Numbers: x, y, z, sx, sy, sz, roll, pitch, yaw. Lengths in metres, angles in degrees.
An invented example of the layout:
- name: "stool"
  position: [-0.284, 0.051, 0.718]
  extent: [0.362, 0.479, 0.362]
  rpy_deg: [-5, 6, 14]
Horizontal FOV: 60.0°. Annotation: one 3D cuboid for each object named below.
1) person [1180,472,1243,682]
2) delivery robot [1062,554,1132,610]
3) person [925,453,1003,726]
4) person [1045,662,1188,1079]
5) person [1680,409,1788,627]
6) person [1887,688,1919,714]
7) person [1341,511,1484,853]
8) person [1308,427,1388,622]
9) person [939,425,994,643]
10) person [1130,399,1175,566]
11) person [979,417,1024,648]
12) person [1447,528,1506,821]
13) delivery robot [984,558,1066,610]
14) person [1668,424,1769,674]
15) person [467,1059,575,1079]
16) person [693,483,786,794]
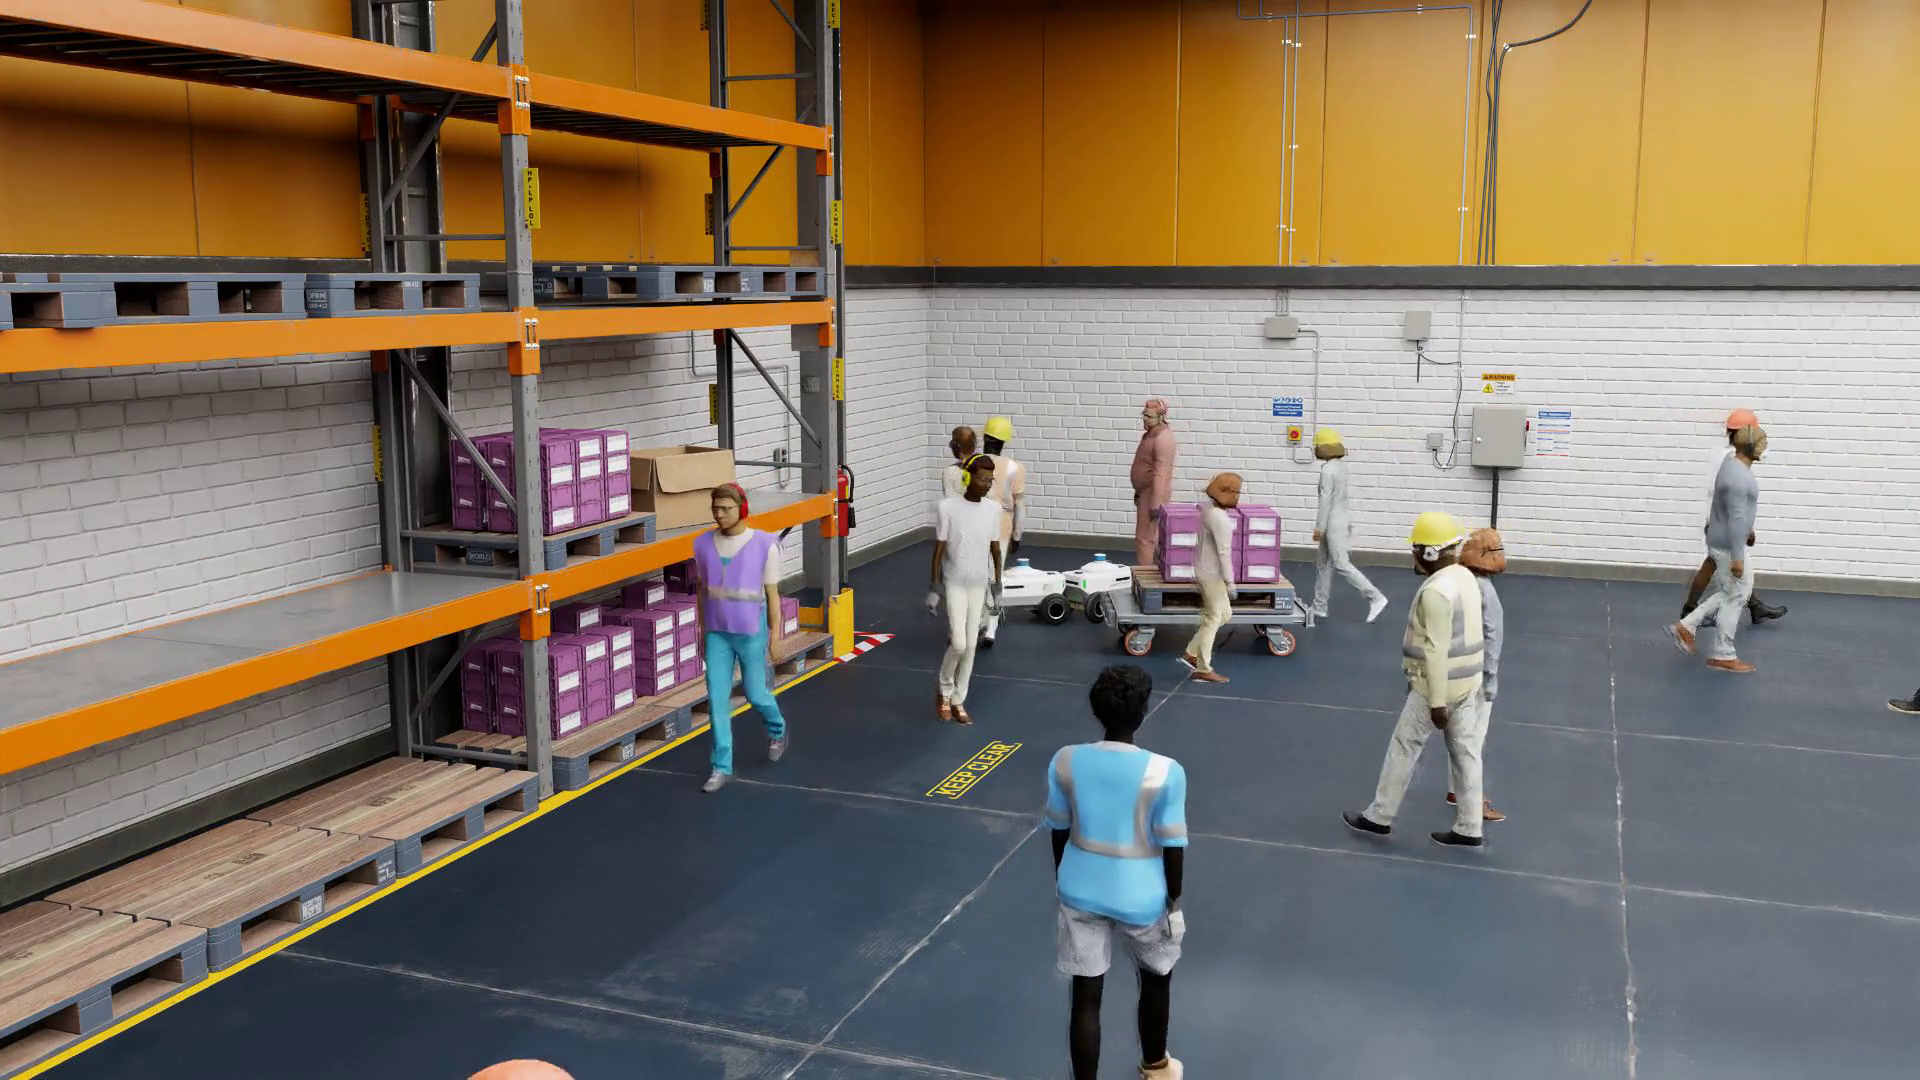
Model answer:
- name: "person"
  position: [1.898, 0.288, 12.278]
  extent: [0.349, 1.610, 0.532]
  rpy_deg: [1, 9, 4]
- name: "delivery robot"
  position: [1.244, 0.366, 14.776]
  extent: [0.707, 0.478, 0.477]
  rpy_deg: [-7, 12, -39]
- name: "person"
  position: [0.047, 0.336, 11.204]
  extent: [0.552, 1.845, 0.418]
  rpy_deg: [-5, 10, -27]
- name: "person"
  position: [0.599, 1.248, 5.990]
  extent: [0.553, 1.671, 0.683]
  rpy_deg: [4, 10, 25]
- name: "person"
  position: [6.687, -0.171, 14.275]
  extent: [0.959, 1.887, 0.574]
  rpy_deg: [2, 9, 11]
- name: "person"
  position: [6.931, 0.284, 11.285]
  extent: [0.888, 1.934, 0.610]
  rpy_deg: [6, 11, 33]
- name: "person"
  position: [2.439, 0.742, 8.822]
  extent: [0.830, 1.794, 0.586]
  rpy_deg: [7, 12, 38]
- name: "person"
  position: [3.398, -0.132, 14.620]
  extent: [0.785, 1.706, 0.502]
  rpy_deg: [4, 10, 26]
- name: "person"
  position: [0.072, -0.011, 13.440]
  extent: [0.525, 1.830, 0.547]
  rpy_deg: [-6, 11, -35]
- name: "person"
  position: [1.829, -0.406, 15.782]
  extent: [0.572, 1.875, 0.728]
  rpy_deg: [0, 9, 0]
- name: "person"
  position: [0.224, -0.070, 13.708]
  extent: [0.596, 1.883, 0.957]
  rpy_deg: [1, 9, 6]
- name: "person"
  position: [2.913, 0.740, 9.333]
  extent: [0.284, 1.636, 0.500]
  rpy_deg: [0, 9, 3]
- name: "delivery robot"
  position: [0.548, 0.406, 14.527]
  extent: [0.707, 0.478, 0.477]
  rpy_deg: [-2, 9, -13]
- name: "person"
  position: [5.833, 0.059, 12.728]
  extent: [0.542, 1.920, 0.642]
  rpy_deg: [4, 10, 24]
- name: "person"
  position: [-0.581, 1.688, 2.429]
  extent: [0.639, 1.937, 0.993]
  rpy_deg: [8, 12, 41]
- name: "person"
  position: [-1.313, 0.547, 9.981]
  extent: [0.579, 1.819, 0.791]
  rpy_deg: [3, 10, 18]
